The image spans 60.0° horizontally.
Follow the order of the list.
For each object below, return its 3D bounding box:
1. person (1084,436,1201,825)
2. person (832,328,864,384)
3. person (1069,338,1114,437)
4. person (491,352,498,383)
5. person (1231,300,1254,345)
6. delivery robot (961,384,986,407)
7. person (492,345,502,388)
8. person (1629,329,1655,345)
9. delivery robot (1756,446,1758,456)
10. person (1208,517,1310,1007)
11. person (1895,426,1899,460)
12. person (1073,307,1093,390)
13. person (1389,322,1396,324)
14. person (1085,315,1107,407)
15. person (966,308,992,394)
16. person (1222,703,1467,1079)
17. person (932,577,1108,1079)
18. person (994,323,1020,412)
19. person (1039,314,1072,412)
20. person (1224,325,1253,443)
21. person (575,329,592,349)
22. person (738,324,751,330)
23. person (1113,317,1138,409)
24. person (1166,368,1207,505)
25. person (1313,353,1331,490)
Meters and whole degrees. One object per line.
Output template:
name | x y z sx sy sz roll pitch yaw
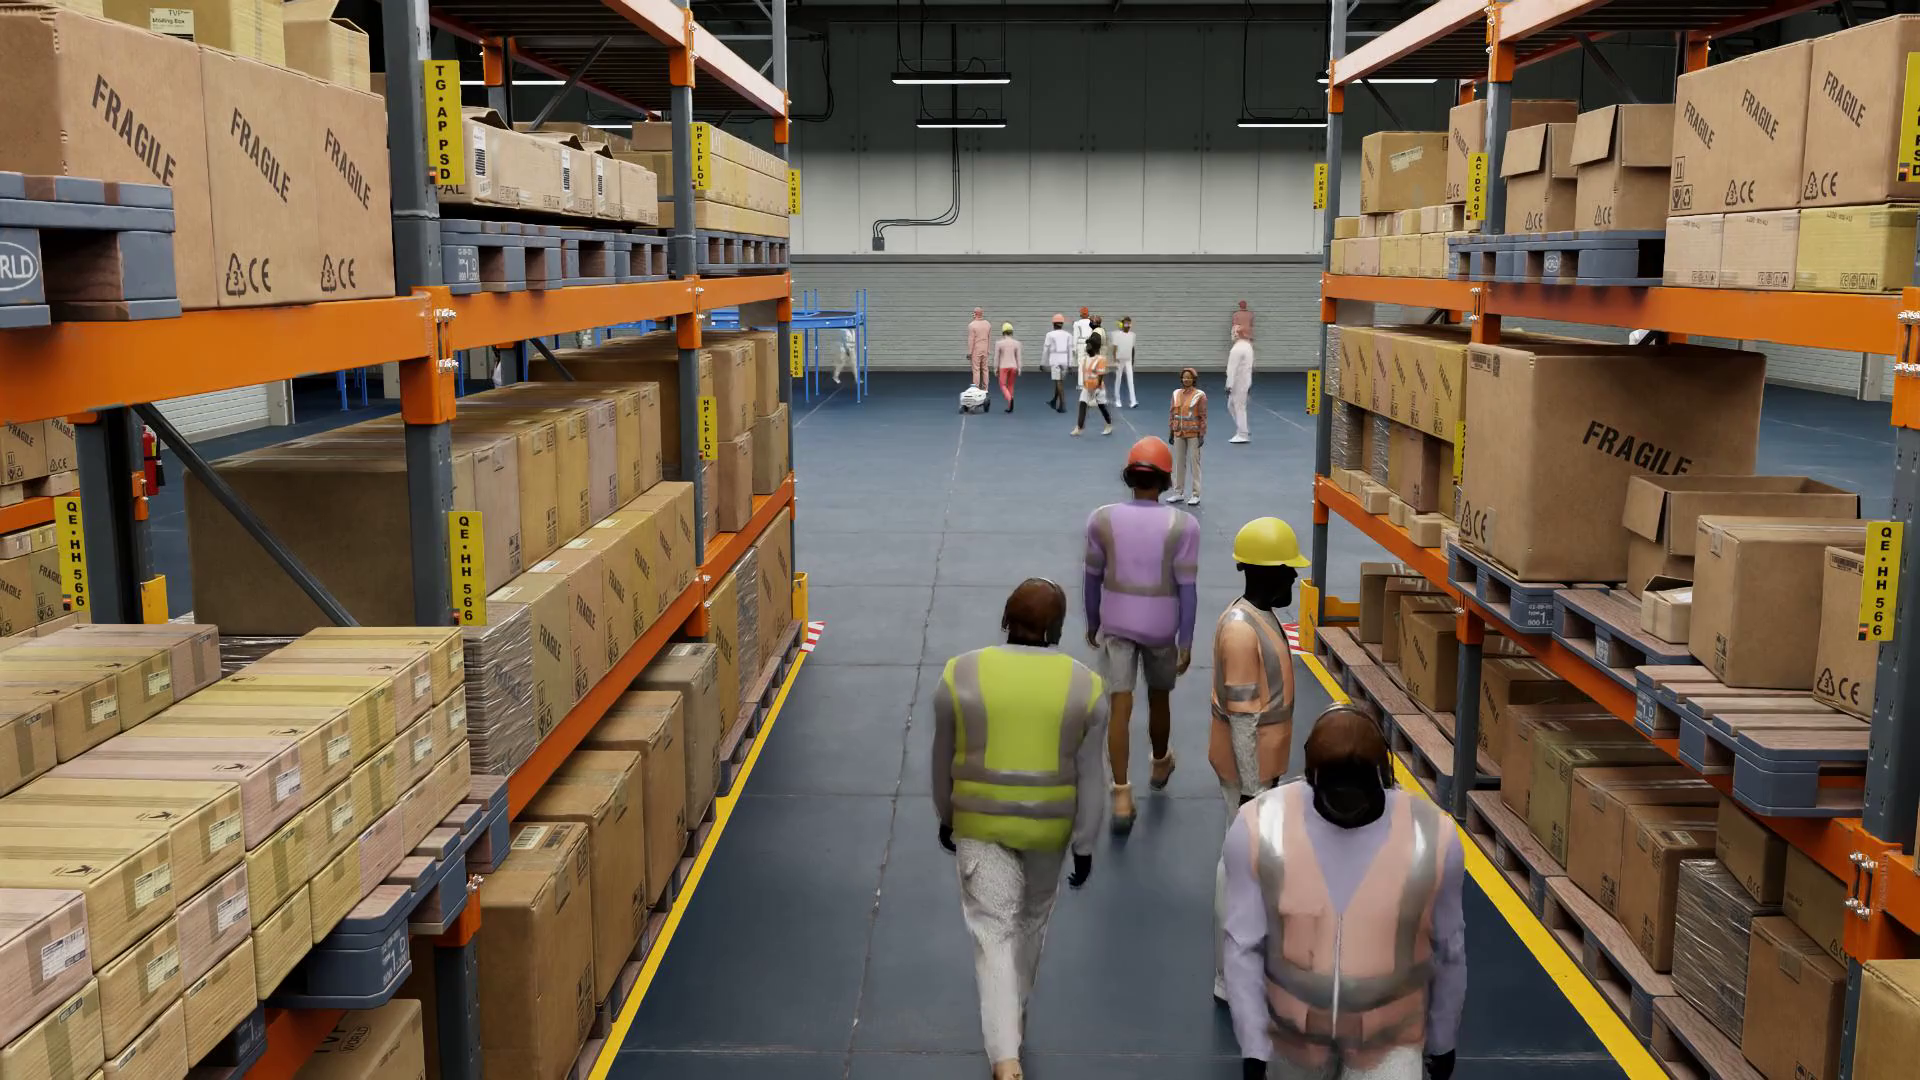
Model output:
person | 0.963 0.445 8.826 0.629 1.987 1.042 2 10 14
person | -2.722 -4.559 39.985 0.855 1.598 0.508 6 11 34
person | 2.238 -2.556 27.831 0.902 1.649 0.544 -9 13 -42
person | -8.263 -3.015 29.949 0.328 1.861 0.513 3 10 16
person | 7.425 -5.354 43.821 0.651 1.904 0.402 -4 10 -22
delivery robot | 0.259 -2.782 32.301 0.477 0.478 0.707 3 10 16
person | -6.323 -1.922 23.248 0.396 1.911 0.590 -5 11 -26
person | 13.915 -3.680 34.048 0.591 1.819 0.404 -2 10 -12
delivery robot | 11.181 -1.382 23.910 0.477 0.478 0.707 1 10 3
person | 1.161 0.862 6.521 0.364 1.928 0.586 2 10 15
person | 9.810 -0.723 16.974 0.496 1.606 0.780 4 10 20
person | 2.870 -4.406 38.195 0.574 1.887 0.355 -2 10 -11
person | 8.932 -3.636 34.231 0.538 1.674 0.727 -9 13 -43
person | 2.745 -3.634 33.711 0.430 1.845 0.624 2 10 13
person | 0.390 -4.166 36.695 0.636 1.911 0.404 -8 13 -41
person | 0.987 1.298 4.336 0.627 1.780 0.995 3 10 16
person | 0.211 1.034 5.902 0.620 1.802 0.930 -1 9 -3
person | 0.946 -3.321 32.134 0.538 1.740 0.689 -3 10 -19
person | 1.884 -3.470 32.597 0.567 1.879 1.003 -5 11 -28
person | 4.487 -2.508 26.835 0.469 1.891 0.664 4 10 23
person | -9.022 -4.709 39.834 0.402 1.943 0.609 1 10 8
person | -3.850 -3.009 29.820 0.636 1.893 0.991 1 10 7
person | 3.295 -3.538 33.206 0.523 1.817 0.954 -2 10 -12
person | 2.740 -1.256 20.049 0.522 1.645 0.304 9 13 42
person | 4.615 -1.526 20.795 0.373 1.934 0.551 1 10 4
